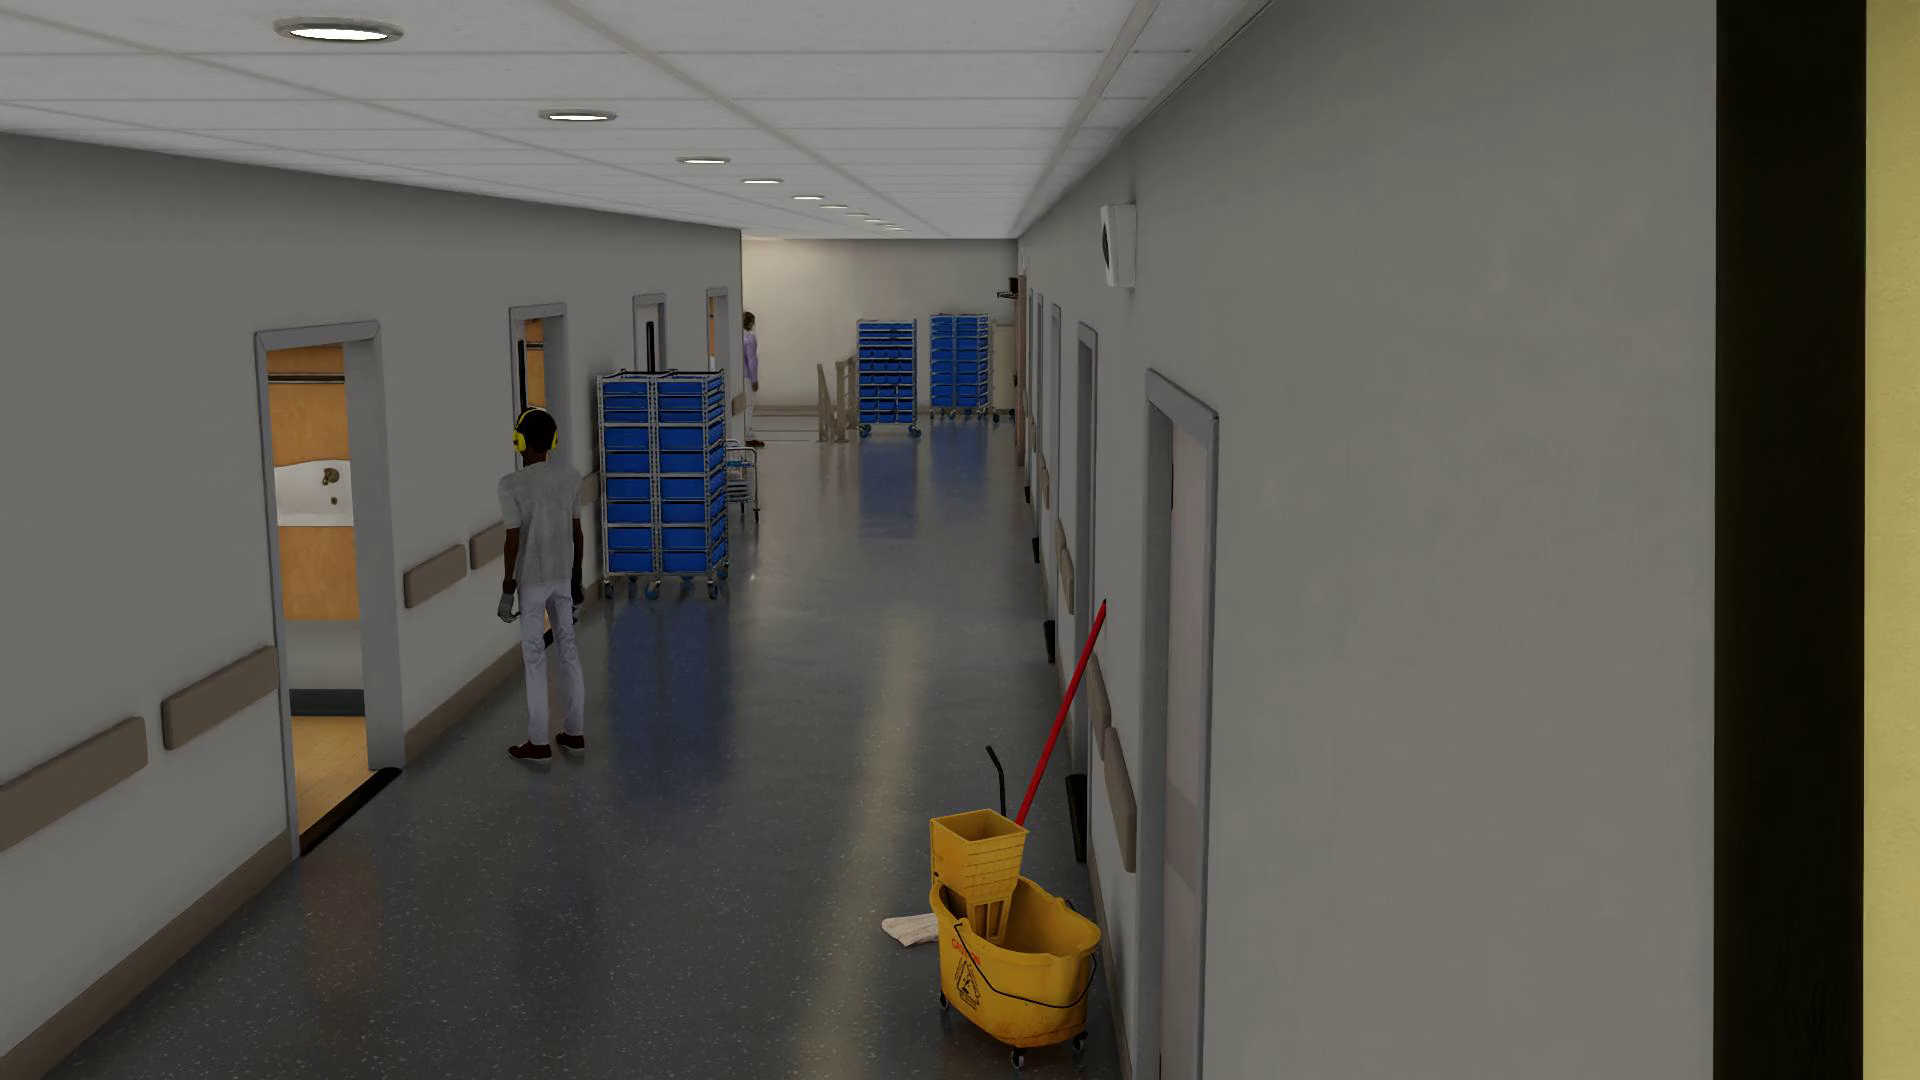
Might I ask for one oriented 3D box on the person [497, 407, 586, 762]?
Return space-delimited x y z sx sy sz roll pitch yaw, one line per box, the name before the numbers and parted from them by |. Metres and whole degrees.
person | -2.208 0.235 8.782 0.328 1.868 0.508 8 13 41
